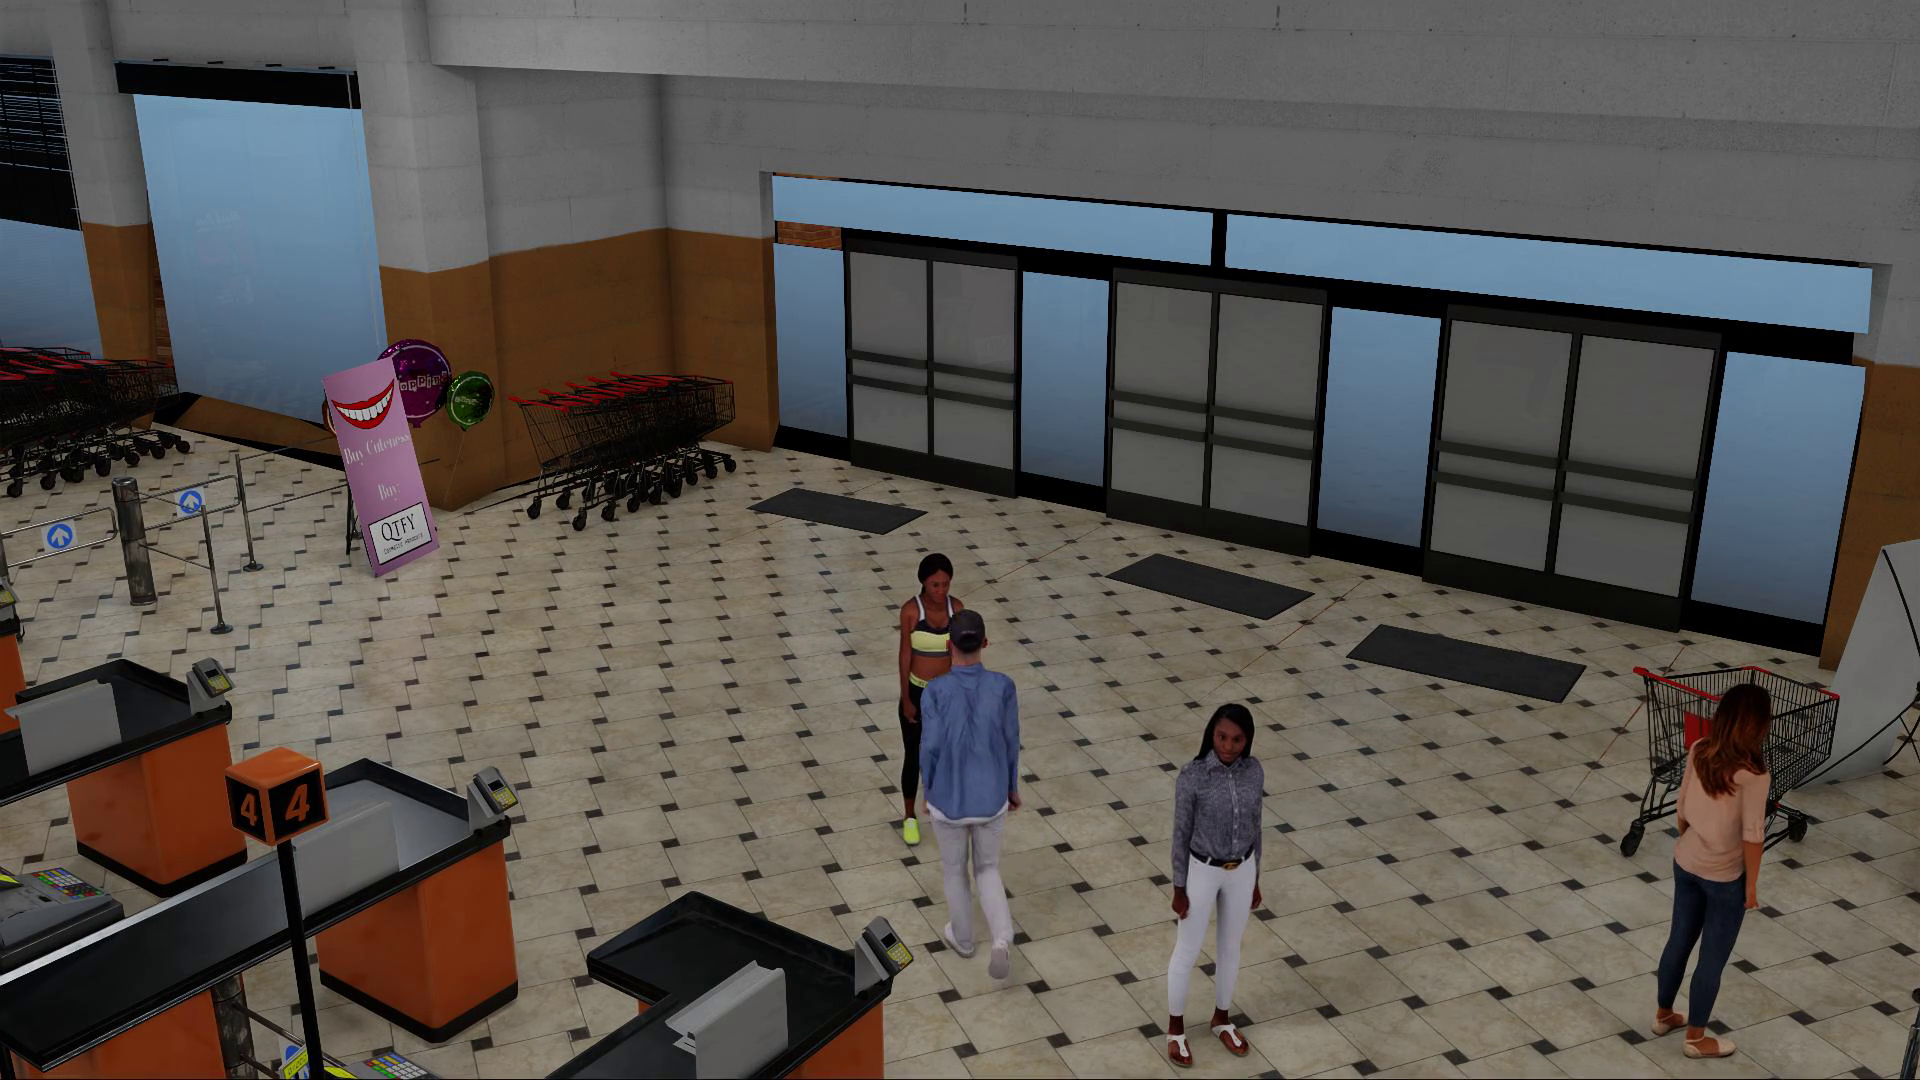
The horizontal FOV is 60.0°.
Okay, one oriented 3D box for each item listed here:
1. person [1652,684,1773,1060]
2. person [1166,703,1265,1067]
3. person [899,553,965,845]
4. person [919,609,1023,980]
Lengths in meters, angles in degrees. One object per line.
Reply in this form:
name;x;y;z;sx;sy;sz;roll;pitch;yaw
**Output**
person;3.389;1.482;7.502;0.695;1.789;0.676;-7;20;-21
person;1.151;1.523;7.483;0.656;1.723;0.731;-5;19;-13
person;-0.173;0.882;9.349;0.656;1.746;0.721;-5;19;-14
person;0.062;1.266;8.015;1.008;1.870;1.043;-4;19;-12
